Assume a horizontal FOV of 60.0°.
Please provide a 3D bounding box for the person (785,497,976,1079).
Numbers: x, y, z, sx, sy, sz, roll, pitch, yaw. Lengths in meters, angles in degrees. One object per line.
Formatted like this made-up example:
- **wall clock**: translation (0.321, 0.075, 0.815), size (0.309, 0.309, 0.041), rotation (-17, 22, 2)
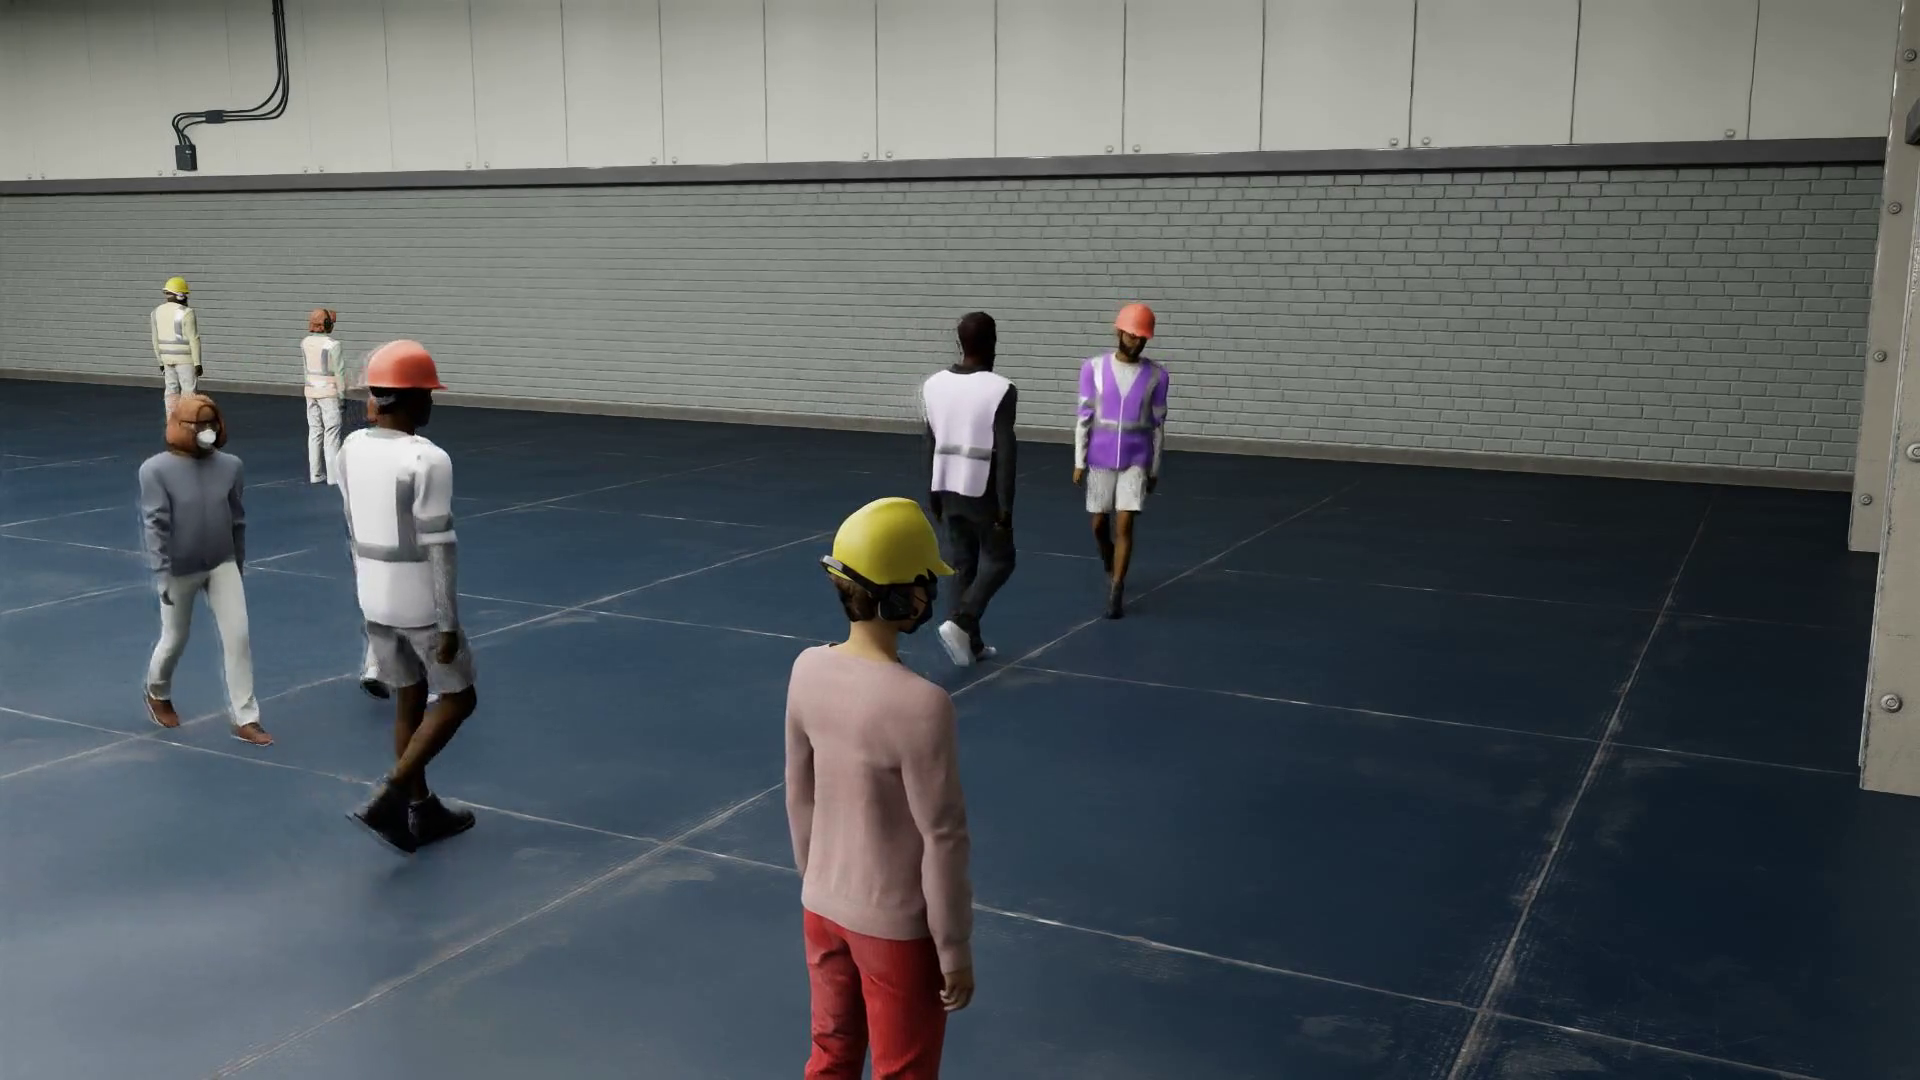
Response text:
- **person**: translation (-0.156, 0.787, 3.506), size (0.311, 1.768, 0.532), rotation (-9, 14, -41)

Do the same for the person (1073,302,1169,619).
- **person**: translation (0.981, -0.509, 10.197), size (0.576, 1.908, 0.757), rotation (1, 10, 7)

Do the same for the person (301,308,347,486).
- **person**: translation (-5.848, -1.311, 15.321), size (0.509, 1.629, 0.314), rotation (5, 12, 27)

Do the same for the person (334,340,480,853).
- **person**: translation (-2.049, 0.231, 6.110), size (0.553, 1.919, 0.533), rotation (6, 12, 28)

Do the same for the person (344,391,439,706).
- **person**: translation (-2.703, 0.025, 8.037), size (0.541, 1.626, 0.376), rotation (4, 11, 19)

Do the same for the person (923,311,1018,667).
- **person**: translation (0.042, -0.246, 8.775), size (0.594, 1.906, 0.544), rotation (7, 13, 35)

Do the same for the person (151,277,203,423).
- **person**: translation (-8.722, -2.018, 18.623), size (0.599, 1.827, 0.403), rotation (4, 11, 20)

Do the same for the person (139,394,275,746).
- **person**: translation (-3.504, 0.122, 7.585), size (0.795, 1.601, 0.501), rotation (9, 13, 39)
